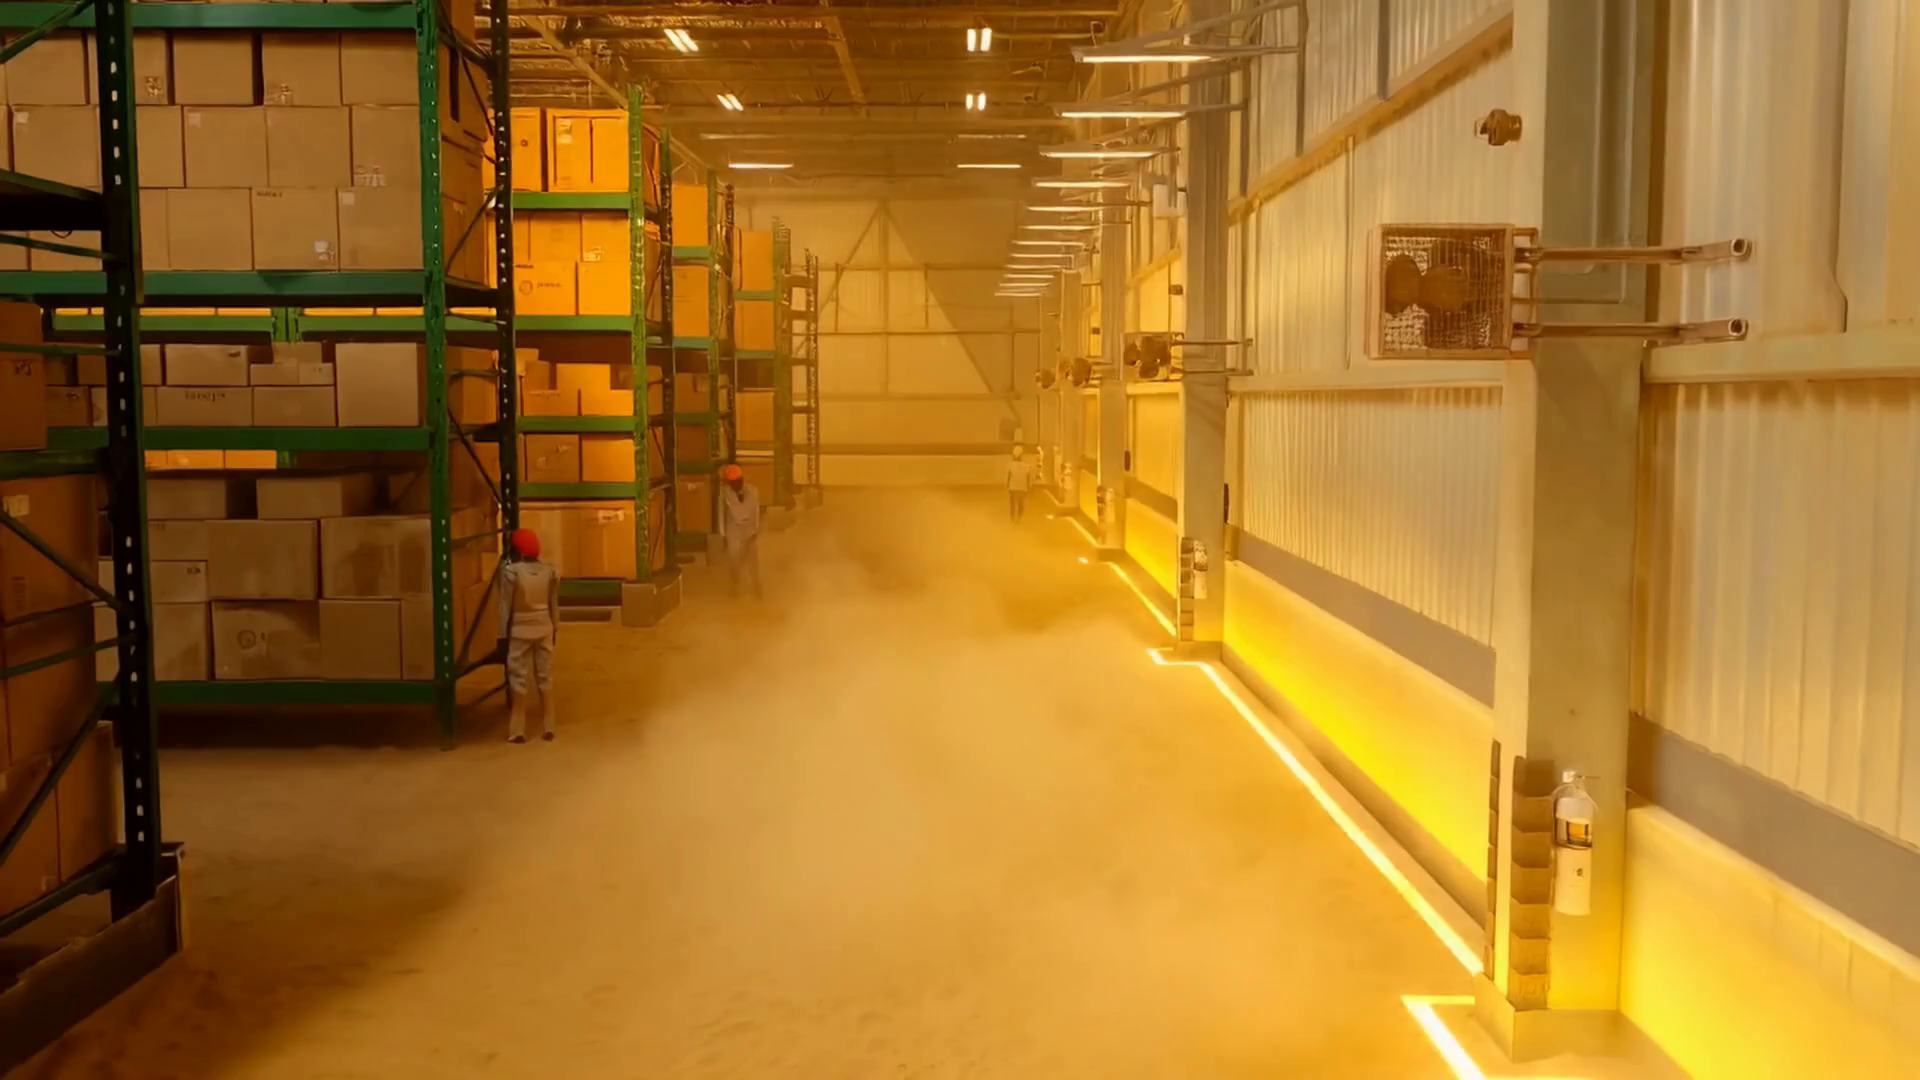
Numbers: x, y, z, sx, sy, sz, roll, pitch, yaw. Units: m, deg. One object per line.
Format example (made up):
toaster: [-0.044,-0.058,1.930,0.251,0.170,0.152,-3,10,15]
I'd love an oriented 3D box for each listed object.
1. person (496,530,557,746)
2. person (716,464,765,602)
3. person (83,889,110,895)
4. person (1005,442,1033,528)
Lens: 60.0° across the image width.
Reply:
person: [-3.255,0.736,12.544,0.315,1.632,0.518,4,6,41]
person: [-2.793,-0.081,21.245,0.608,1.771,0.947,-2,5,-26]
person: [-4.969,0.931,8.668,0.898,1.917,0.615,1,5,7]
person: [1.184,-1.096,33.263,0.578,1.739,0.367,0,5,2]
